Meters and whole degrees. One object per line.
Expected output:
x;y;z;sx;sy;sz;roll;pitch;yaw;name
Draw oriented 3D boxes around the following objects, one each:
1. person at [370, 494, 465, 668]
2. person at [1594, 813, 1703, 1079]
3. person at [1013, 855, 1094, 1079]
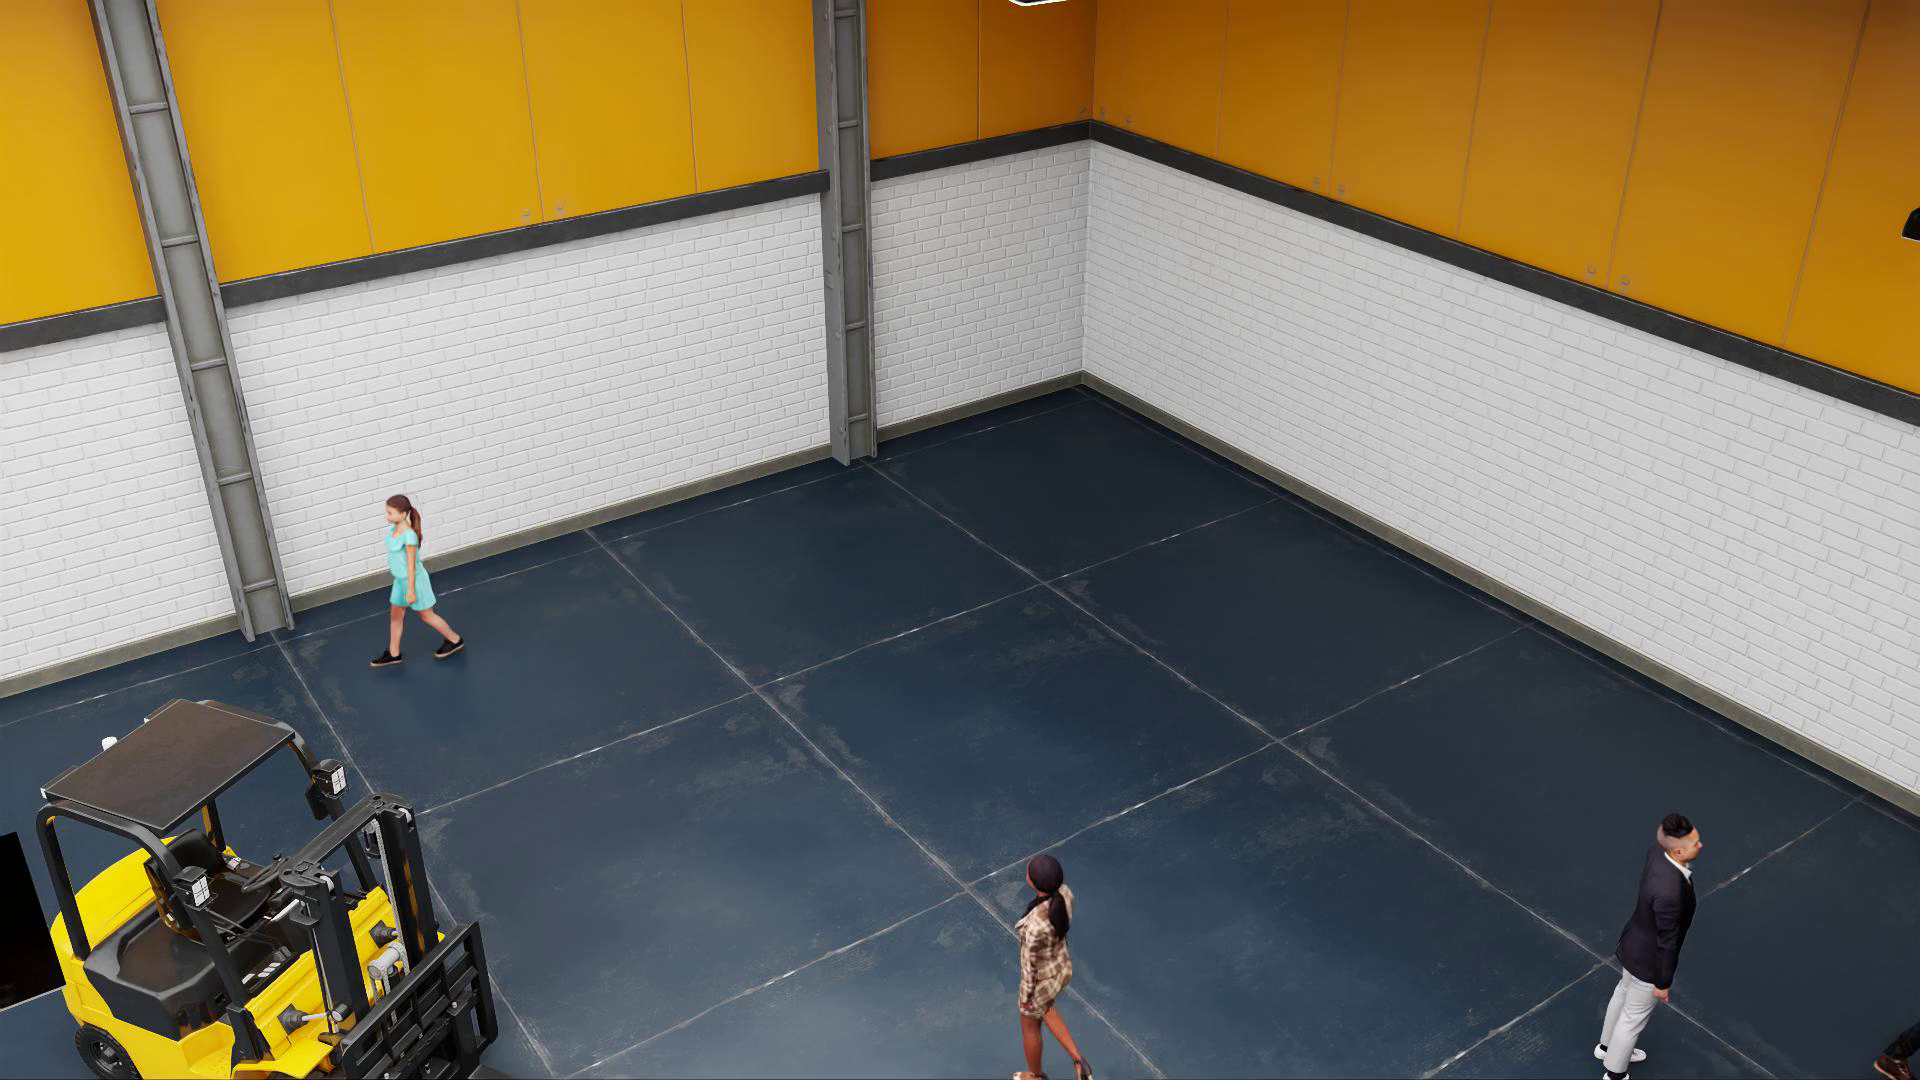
-4.444;0.328;13.669;0.966;1.526;0.556;-17;33;-29;person
3.958;2.337;9.544;0.850;1.949;0.779;6;29;11;person
0.546;2.513;9.395;0.802;1.782;0.804;18;33;29;person
